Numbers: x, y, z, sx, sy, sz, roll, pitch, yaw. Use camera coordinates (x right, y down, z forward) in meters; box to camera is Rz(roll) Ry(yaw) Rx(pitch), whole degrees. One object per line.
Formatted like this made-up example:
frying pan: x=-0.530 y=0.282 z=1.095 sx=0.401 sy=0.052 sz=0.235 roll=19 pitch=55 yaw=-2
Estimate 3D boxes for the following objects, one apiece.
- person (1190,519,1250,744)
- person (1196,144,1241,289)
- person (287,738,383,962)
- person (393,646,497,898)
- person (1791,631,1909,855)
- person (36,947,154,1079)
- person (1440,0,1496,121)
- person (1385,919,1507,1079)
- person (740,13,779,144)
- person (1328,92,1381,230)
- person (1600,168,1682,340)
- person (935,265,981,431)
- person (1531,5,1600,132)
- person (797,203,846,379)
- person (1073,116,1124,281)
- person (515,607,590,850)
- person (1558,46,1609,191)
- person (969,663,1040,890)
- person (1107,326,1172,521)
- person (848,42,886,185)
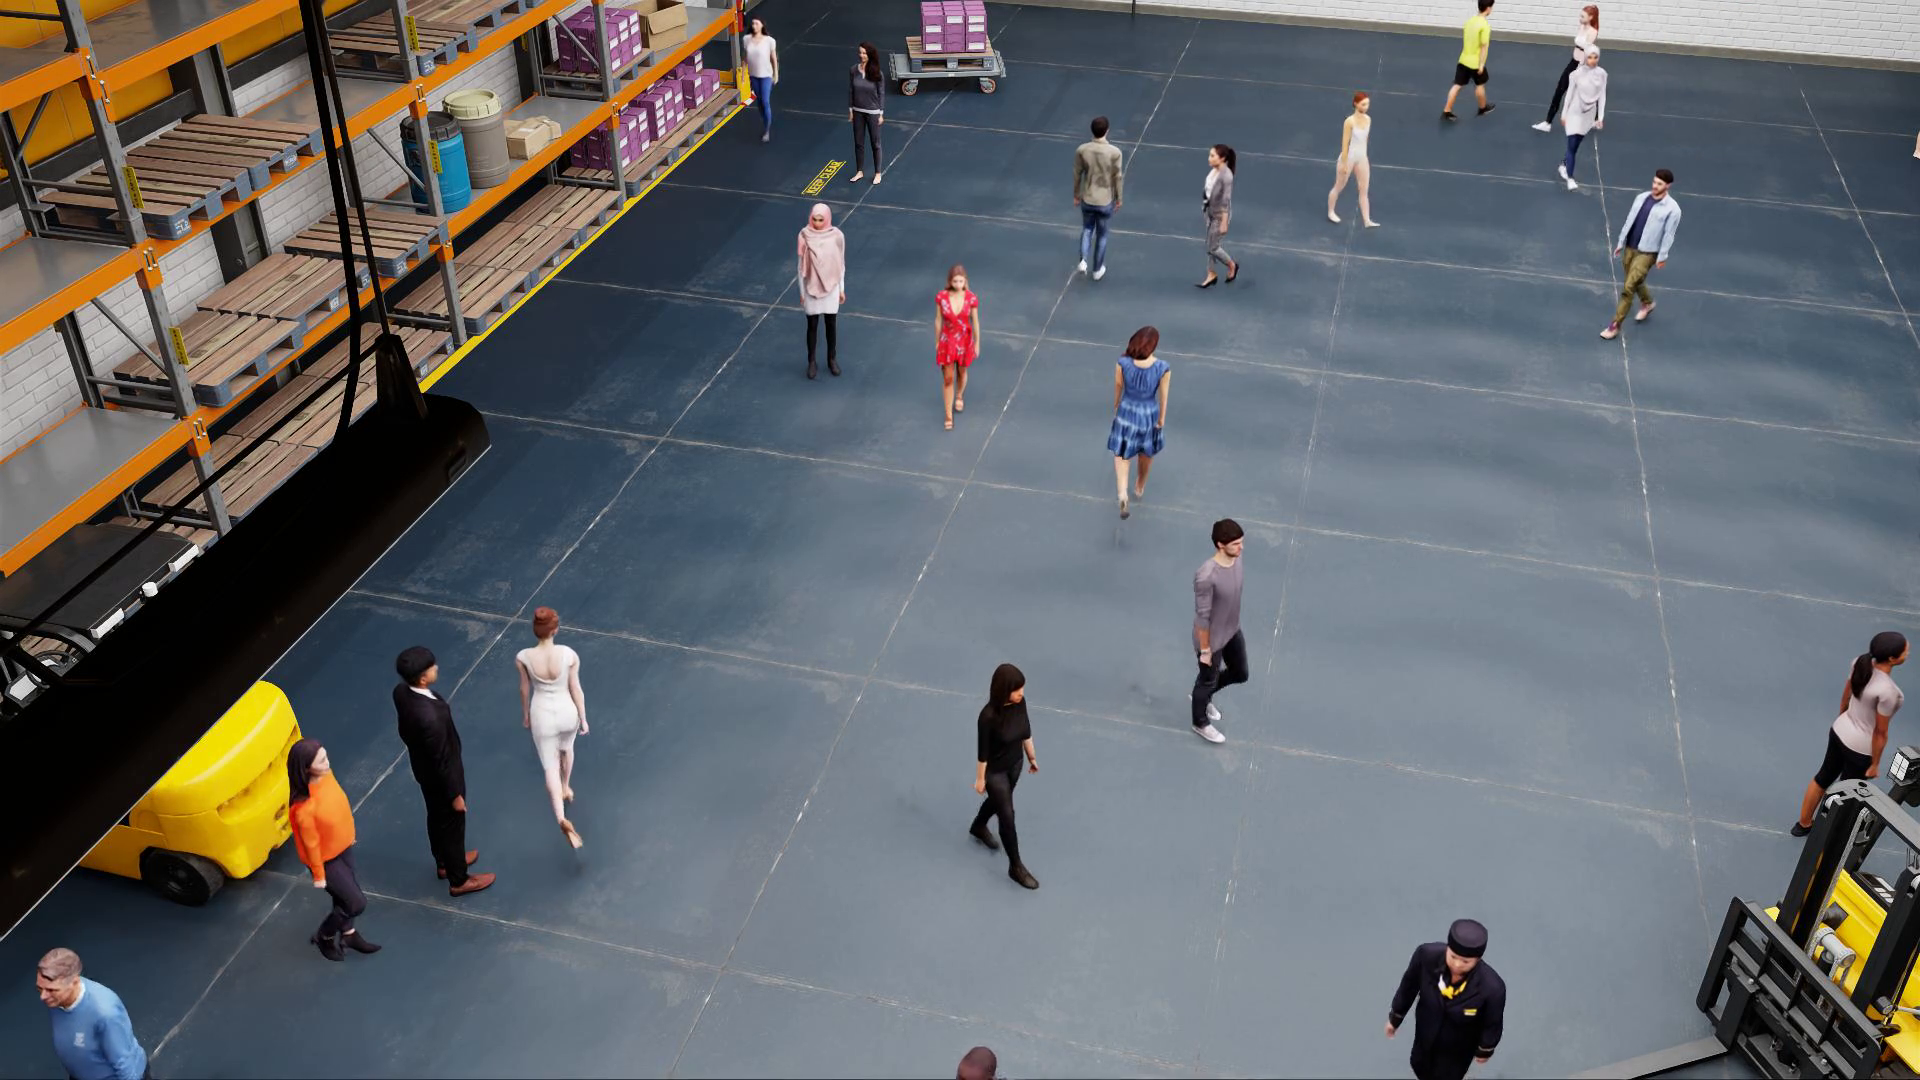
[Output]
person: x=1.747 y=0.615 z=11.781 sx=0.868 sy=1.839 sz=0.768 roll=26 pitch=42 yaw=33
person: x=2.891 y=-3.517 z=18.154 sx=0.832 sy=1.666 sz=0.773 roll=-5 pitch=34 yaw=-7
person: x=-3.866 y=1.891 z=9.955 sx=0.774 sy=1.735 sz=0.701 roll=-1 pitch=34 yaw=-1
person: x=-3.307 y=1.450 z=10.487 sx=0.787 sy=1.881 sz=0.773 roll=-23 pitch=40 yaw=-31
person: x=5.802 y=1.319 z=10.806 sx=0.732 sy=1.747 sz=0.583 roll=-2 pitch=34 yaw=-3
person: x=-4.387 y=2.700 z=8.692 sx=0.730 sy=1.787 sz=0.961 roll=11 pitch=35 yaw=16
person: x=6.911 y=-6.506 z=22.664 sx=1.177 sy=1.652 sz=1.111 roll=-17 pitch=37 yaw=-24
person: x=2.643 y=2.617 z=8.932 sx=0.829 sy=1.659 sz=0.845 roll=29 pitch=43 yaw=36
person: x=-2.624 y=-6.187 z=22.173 sx=0.644 sy=1.665 sz=0.786 roll=12 pitch=35 yaw=17
person: x=4.591 y=-4.511 z=19.699 sx=0.949 sy=1.612 sz=1.037 roll=-16 pitch=37 yaw=-23
person: x=7.127 y=-3.005 z=17.283 sx=1.196 sy=1.778 sz=1.146 roll=-17 pitch=37 yaw=-24
person: x=-0.019 y=-1.899 z=15.812 sx=0.717 sy=1.564 sz=0.968 roll=1 pitch=34 yaw=2
person: x=8.386 y=-6.263 z=22.260 sx=1.029 sy=1.695 sz=1.226 roll=-5 pitch=34 yaw=-8
person: x=-1.376 y=-2.480 z=16.471 sx=0.728 sy=1.803 sz=0.741 roll=-7 pitch=34 yaw=-10
person: x=1.487 y=-3.700 z=18.262 sx=0.722 sy=1.852 sz=0.745 roll=11 pitch=35 yaw=17
person: x=-2.650 y=1.259 z=10.879 sx=0.841 sy=1.765 sz=1.101 roll=-5 pitch=34 yaw=-8
person: x=7.737 y=-5.292 z=20.767 sx=0.806 sy=1.730 sz=1.169 roll=0 pitch=34 yaw=0
person: x=0.226 y=1.432 z=10.752 sx=0.919 sy=1.617 sz=0.962 roll=27 pitch=42 yaw=35
person: x=1.511 y=-0.967 z=14.211 sx=0.751 sy=1.784 sz=1.062 roll=4 pitch=34 yaw=6
person: x=-1.168 y=-5.359 z=20.835 sx=0.606 sy=1.767 sz=0.502 roll=9 pitch=35 yaw=13
